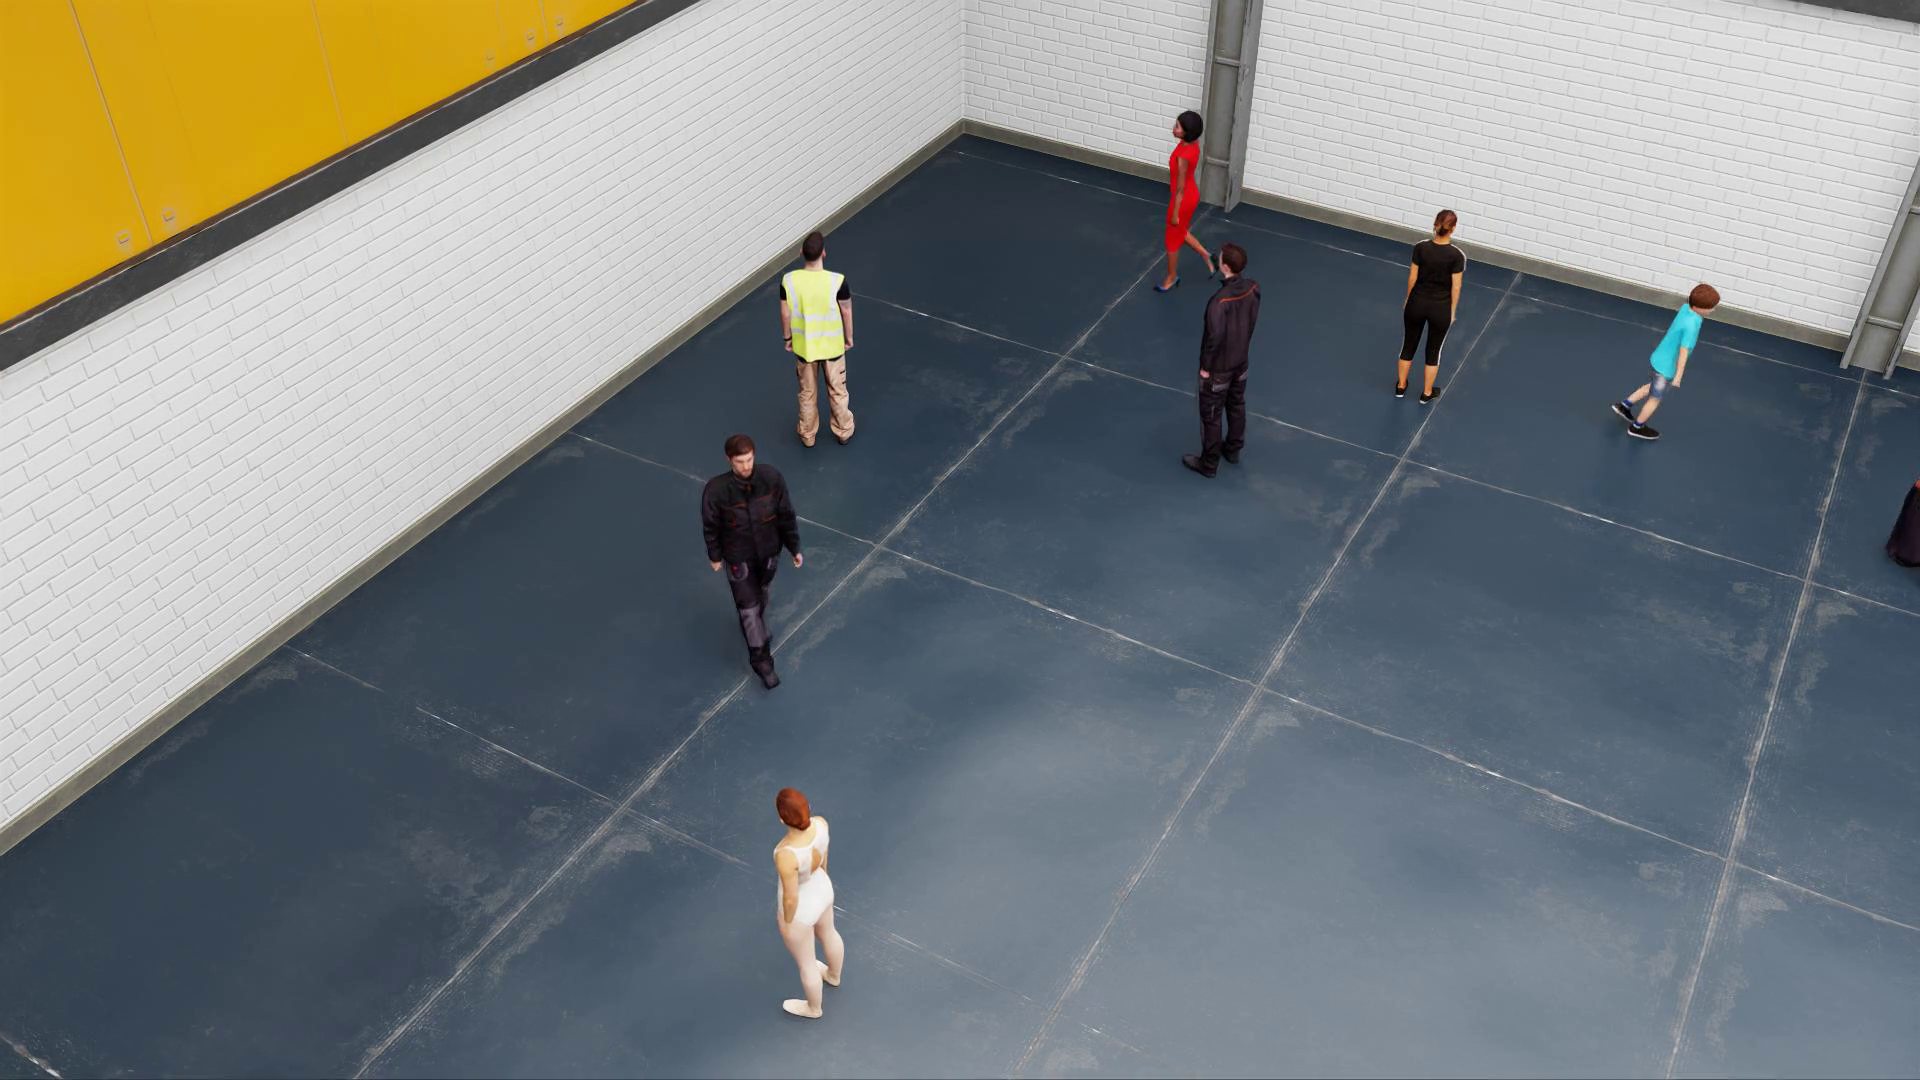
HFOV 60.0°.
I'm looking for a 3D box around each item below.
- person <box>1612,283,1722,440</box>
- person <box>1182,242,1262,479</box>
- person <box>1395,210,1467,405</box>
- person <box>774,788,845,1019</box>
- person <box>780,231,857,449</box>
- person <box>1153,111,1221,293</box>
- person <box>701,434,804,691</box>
[{"bbox_3d":[5.486,-1.411,12.957,0.779,1.422,0.671,2,39,3],"label":"person"},{"bbox_3d":[1.986,-1.355,12.495,0.757,1.911,0.700,-28,46,-31],"label":"person"},{"bbox_3d":[3.765,-1.871,13.336,0.454,1.669,0.642,22,43,25],"label":"person"},{"bbox_3d":[-0.790,1.883,8.656,0.477,1.643,0.548,19,42,22],"label":"person"},{"bbox_3d":[-1.086,-1.526,12.762,0.813,1.845,0.898,0,39,0],"label":"person"},{"bbox_3d":[2.033,-2.942,14.628,0.898,1.729,0.715,9,39,11],"label":"person"},{"bbox_3d":[-1.391,0.019,10.868,1.078,1.794,1.233,-20,43,-23],"label":"person"}]
